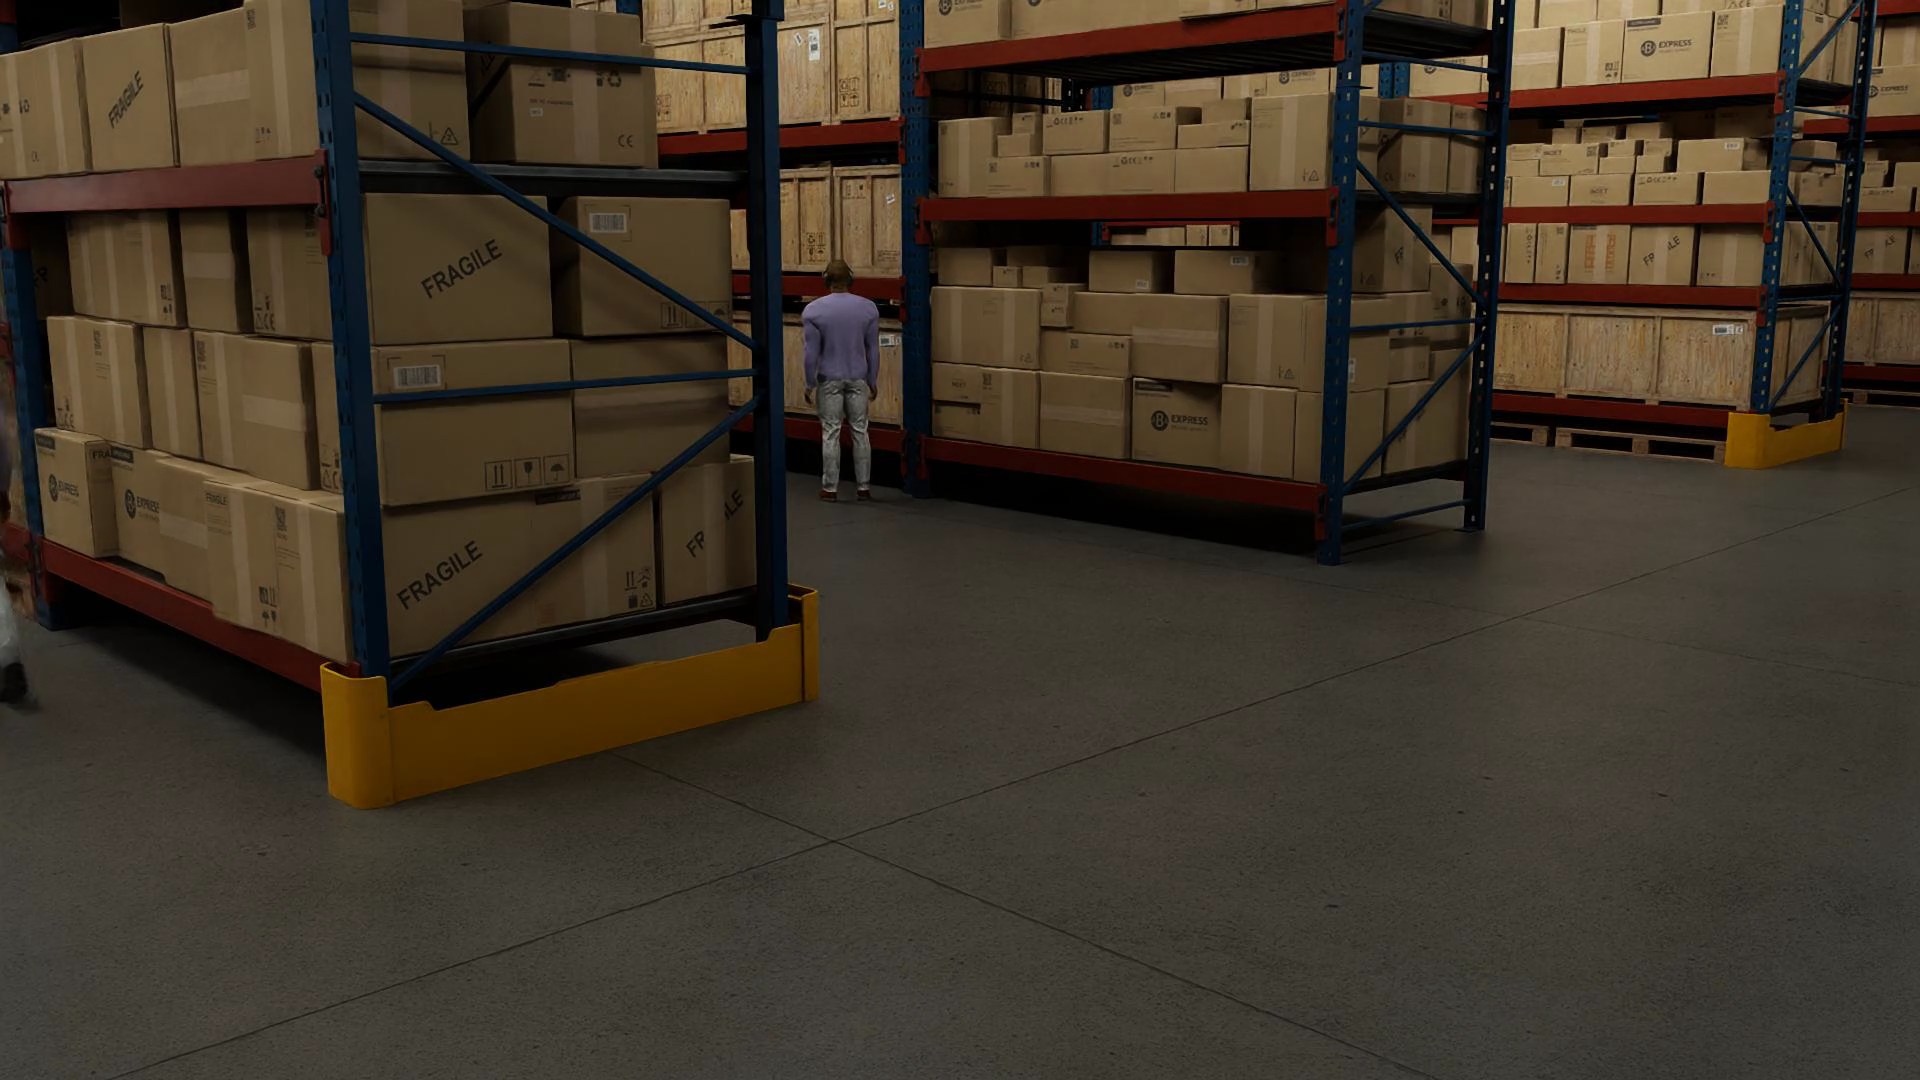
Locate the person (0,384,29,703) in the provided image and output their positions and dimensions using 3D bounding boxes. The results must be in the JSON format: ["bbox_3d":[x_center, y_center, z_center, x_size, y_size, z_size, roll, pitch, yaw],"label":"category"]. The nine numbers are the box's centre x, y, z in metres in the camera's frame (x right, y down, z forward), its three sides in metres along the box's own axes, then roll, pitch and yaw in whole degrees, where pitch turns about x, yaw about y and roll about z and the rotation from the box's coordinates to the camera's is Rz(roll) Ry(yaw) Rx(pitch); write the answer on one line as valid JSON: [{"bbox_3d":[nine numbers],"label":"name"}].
[{"bbox_3d":[-4.621,-0.200,7.594,0.615,1.917,0.898,-10,14,-42],"label":"person"}]

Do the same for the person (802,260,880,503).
[{"bbox_3d":[-0.948,-1.257,13.292,0.627,1.934,0.371,-3,11,-15],"label":"person"}]
